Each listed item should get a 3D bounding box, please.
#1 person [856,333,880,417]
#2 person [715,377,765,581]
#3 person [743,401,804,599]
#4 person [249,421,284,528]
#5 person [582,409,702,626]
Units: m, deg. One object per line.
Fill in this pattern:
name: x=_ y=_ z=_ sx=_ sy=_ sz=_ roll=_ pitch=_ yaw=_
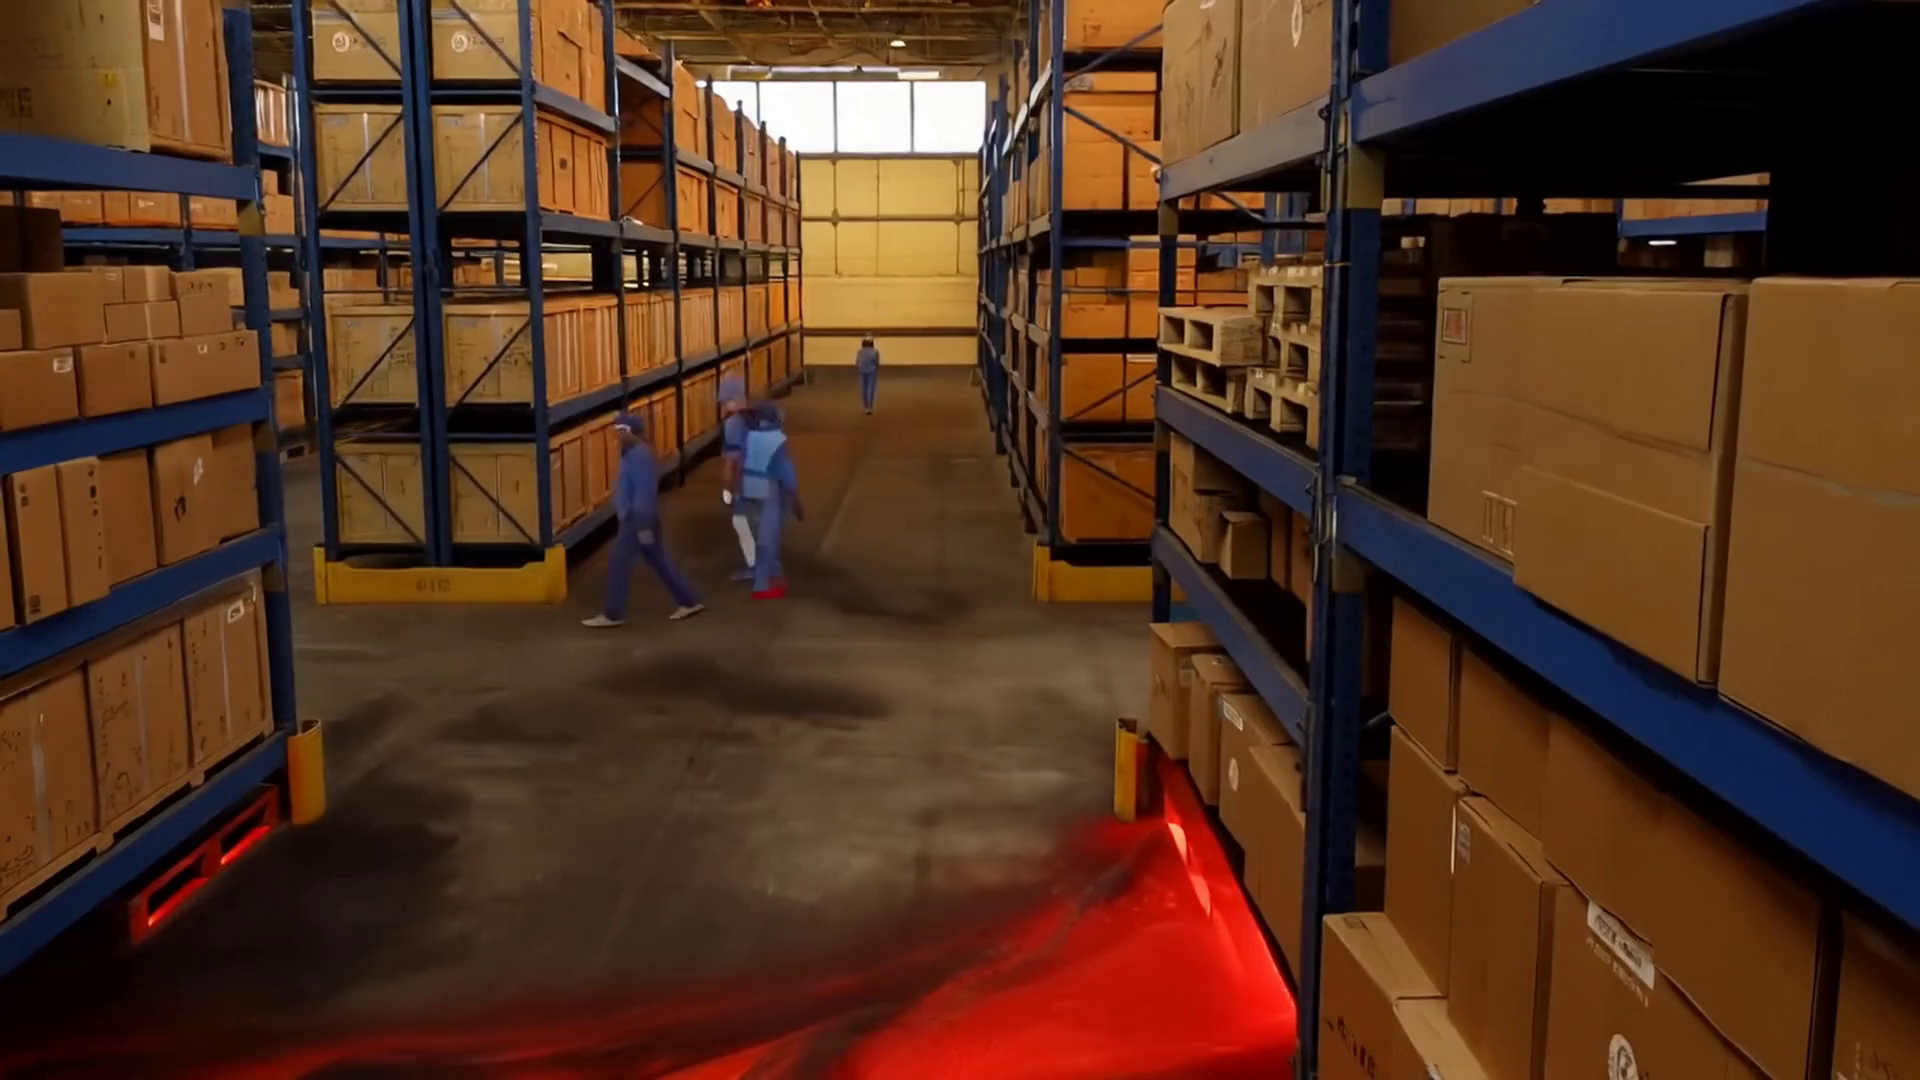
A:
person: x=-1.892 y=-3.390 z=34.169 sx=0.488 sy=1.730 sz=0.383 roll=0 pitch=9 yaw=-1
person: x=-2.068 y=-0.601 z=16.281 sx=0.370 sy=2.008 sz=0.790 roll=5 pitch=10 yaw=27
person: x=-1.713 y=-0.370 z=15.386 sx=0.630 sy=1.810 sz=0.639 roll=-8 pitch=12 yaw=-41
person: x=-6.747 y=-0.460 z=15.699 sx=0.652 sy=1.891 sz=0.436 roll=-1 pitch=9 yaw=-4
person: x=-2.694 y=-0.193 z=14.184 sx=0.988 sy=1.862 sz=0.660 roll=-1 pitch=9 yaw=-5
